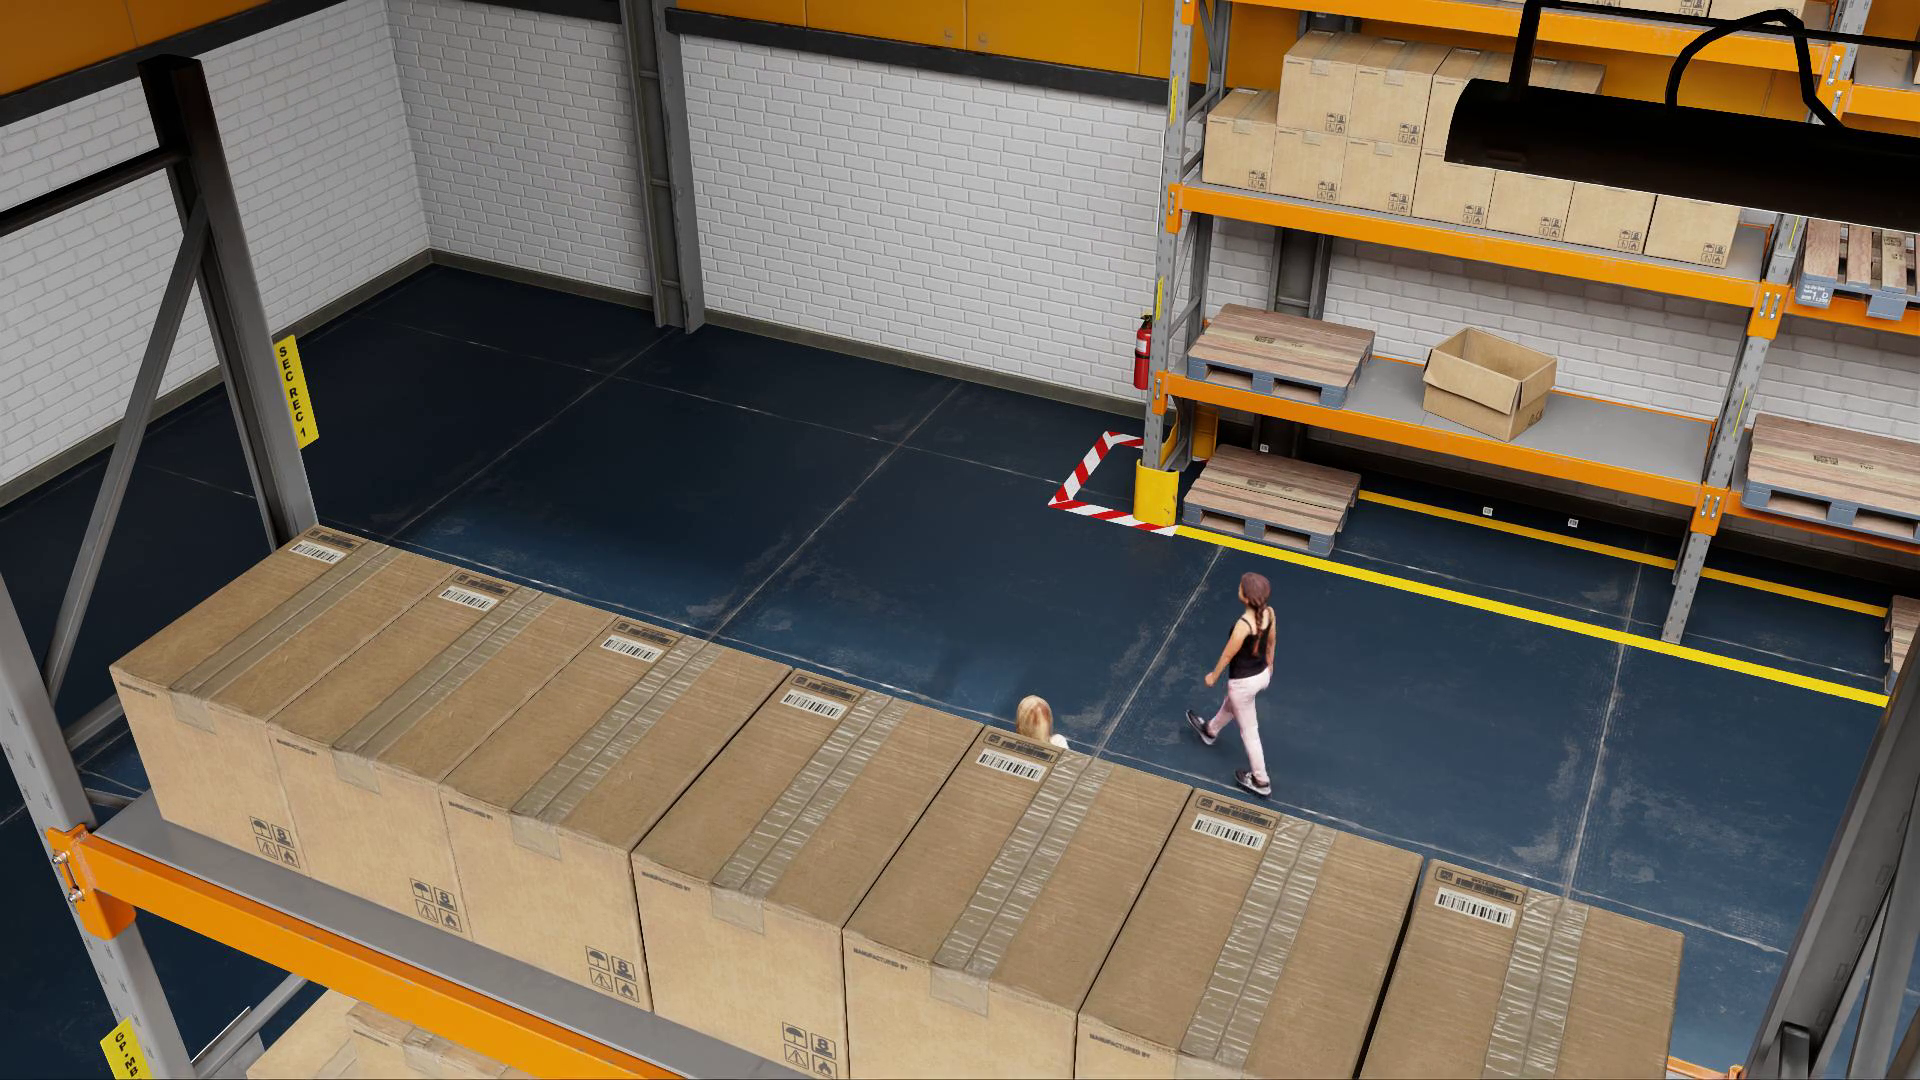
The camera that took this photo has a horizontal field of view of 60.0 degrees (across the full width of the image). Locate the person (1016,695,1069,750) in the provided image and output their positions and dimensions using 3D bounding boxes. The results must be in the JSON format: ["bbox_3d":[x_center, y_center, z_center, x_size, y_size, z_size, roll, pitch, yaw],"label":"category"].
[{"bbox_3d":[0.426,1.594,9.053,0.591,1.824,0.642,22,39,29],"label":"person"}]

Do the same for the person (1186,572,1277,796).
[{"bbox_3d":[1.843,0.921,10.343,0.758,1.517,1.065,-28,43,-36],"label":"person"}]
